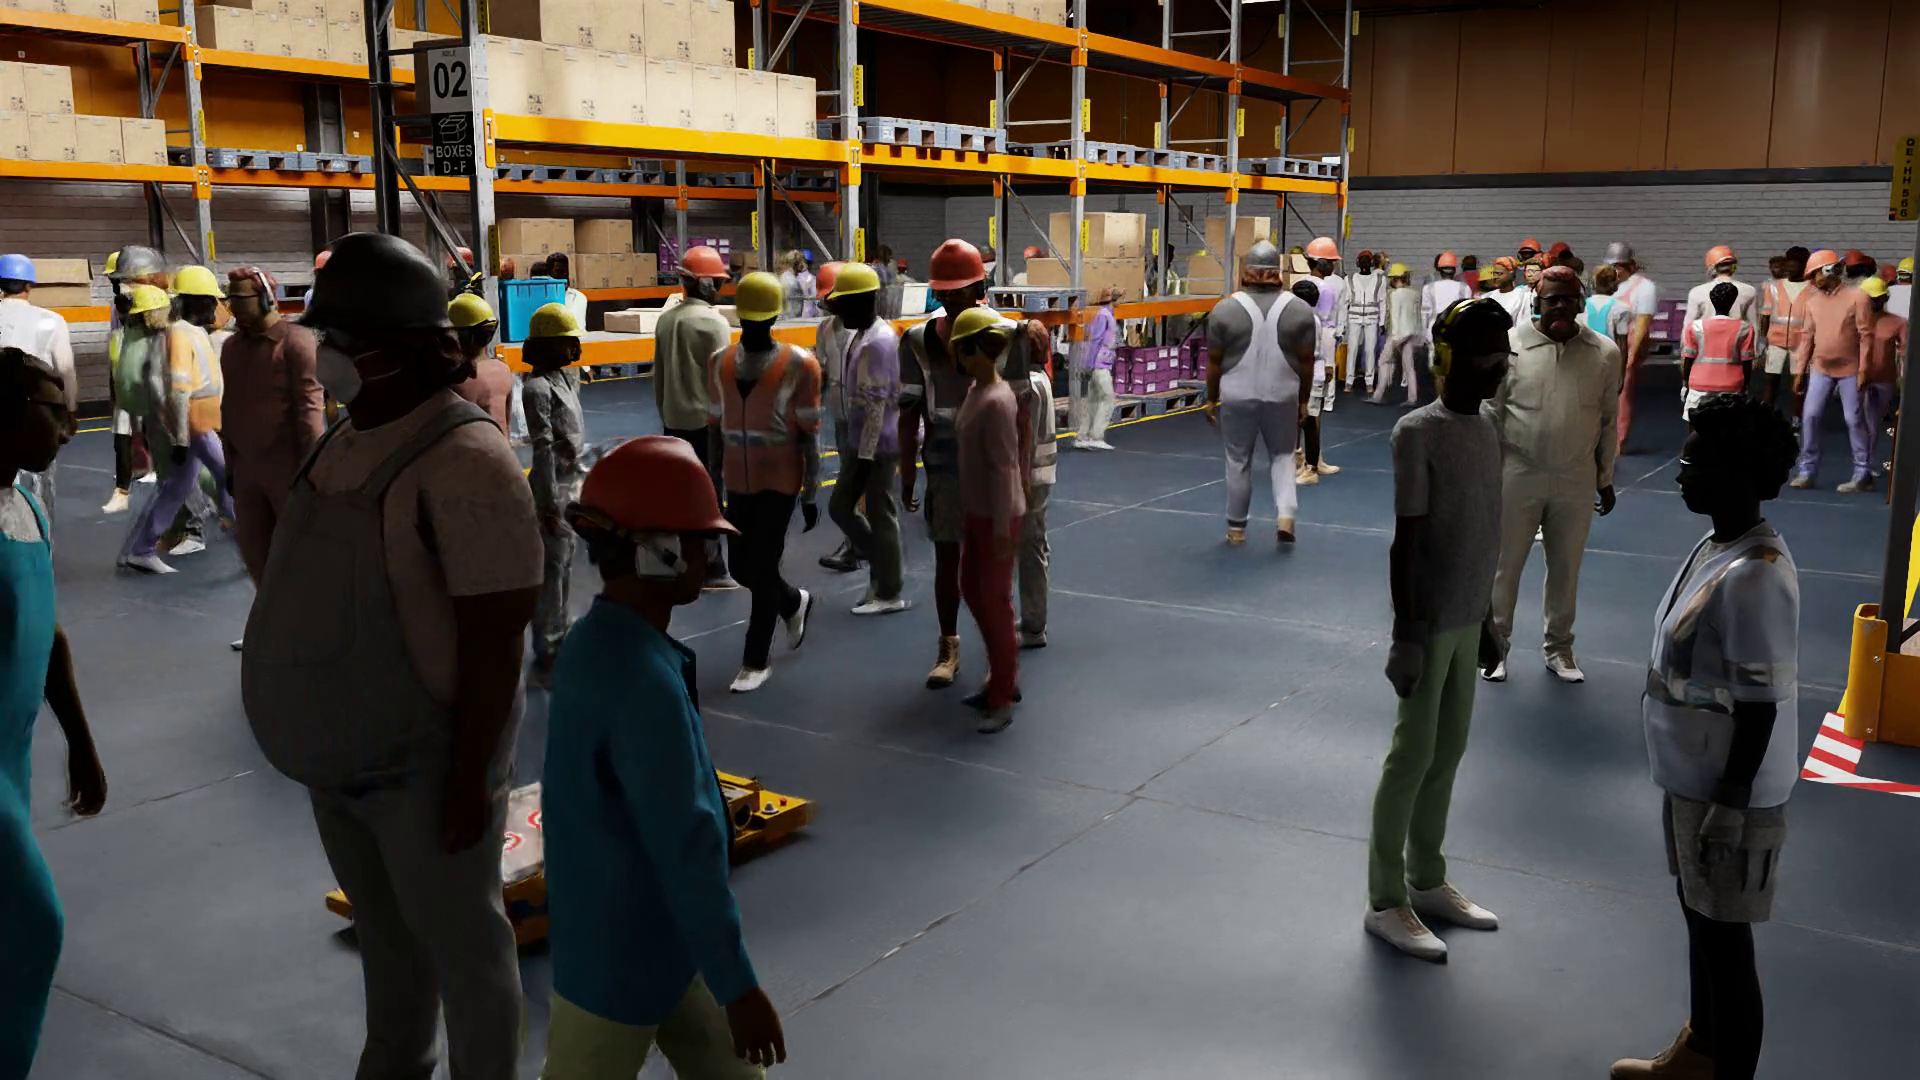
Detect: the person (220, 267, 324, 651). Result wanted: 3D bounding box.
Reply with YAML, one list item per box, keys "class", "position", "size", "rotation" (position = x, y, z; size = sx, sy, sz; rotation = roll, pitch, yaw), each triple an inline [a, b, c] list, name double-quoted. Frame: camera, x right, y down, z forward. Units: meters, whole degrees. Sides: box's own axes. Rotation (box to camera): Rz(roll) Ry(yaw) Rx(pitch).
- class: "person"
  position: [-3.348, -0.367, 8.089]
  size: [0.645, 1.897, 0.394]
  rotation: [5, 11, 27]

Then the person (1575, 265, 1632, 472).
- class: "person"
  position: [5.416, -1.418, 14.146]
  size: [0.546, 1.793, 0.915]
  rotation: [6, 12, 31]

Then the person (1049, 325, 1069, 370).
- class: "person"
  position: [1.536, -3.605, 26.080]
  size: [0.328, 1.872, 0.511]
  rotation: [-1, 10, -4]

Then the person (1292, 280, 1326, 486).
- class: "person"
  position: [2.862, -1.297, 13.761]
  size: [0.320, 1.698, 0.537]
  rotation: [2, 10, 11]

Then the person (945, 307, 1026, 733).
- class: "person"
  position: [0.119, -0.094, 6.979]
  size: [0.340, 1.746, 0.617]
  rotation: [-2, 10, -11]

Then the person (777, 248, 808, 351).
- class: "person"
  position: [-1.998, -2.445, 19.515]
  size: [0.478, 1.927, 0.642]
  rotation: [-1, 10, -5]

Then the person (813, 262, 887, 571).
- class: "person"
  position: [-0.686, -0.760, 10.280]
  size: [0.618, 1.881, 0.896]
  rotation: [7, 12, 33]

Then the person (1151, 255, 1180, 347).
- class: "person"
  position: [2.992, -3.277, 24.381]
  size: [0.431, 1.832, 0.645]
  rotation: [6, 12, 31]

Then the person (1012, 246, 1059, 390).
- class: "person"
  position: [1.014, -2.859, 21.730]
  size: [0.636, 1.960, 0.797]
  rotation: [-2, 10, -12]

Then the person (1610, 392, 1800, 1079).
- class: "person"
  position: [1.665, 0.524, 3.681]
  size: [0.315, 1.696, 0.541]
  rotation: [3, 11, 15]

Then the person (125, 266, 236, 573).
- class: "person"
  position: [-4.615, -0.704, 10.046]
  size: [0.994, 1.889, 0.593]
  rotation: [-3, 11, -19]

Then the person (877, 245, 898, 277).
- class: "person"
  position: [-1.386, -4.435, 30.491]
  size: [0.635, 1.935, 0.349]
  rotation: [-3, 11, -14]

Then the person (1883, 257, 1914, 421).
- class: "person"
  position: [10.471, -2.215, 18.479]
  size: [0.403, 1.834, 0.588]
  rotation: [-8, 13, -39]

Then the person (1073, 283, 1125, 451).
- class: "person"
  position: [1.321, -1.646, 15.936]
  size: [0.506, 1.605, 0.531]
  rotation: [1, 10, 6]

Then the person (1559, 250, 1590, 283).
- class: "person"
  position: [8.843, -3.259, 24.133]
  size: [0.647, 1.874, 0.495]
  rotation: [1, 10, 8]

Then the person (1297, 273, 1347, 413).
- class: "person"
  position: [4.187, -2.439, 19.516]
  size: [0.653, 1.906, 0.408]
  rotation: [-2, 10, -12]

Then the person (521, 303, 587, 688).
- class: "person"
  position: [-1.817, -0.201, 7.569]
  size: [0.295, 1.744, 0.489]
  rotation: [0, 10, -2]

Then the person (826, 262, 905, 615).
- class: "person"
  position: [-0.491, -0.530, 8.946]
  size: [0.435, 1.905, 0.611]
  rotation: [-4, 11, -20]

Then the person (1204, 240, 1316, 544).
- class: "person"
  position: [1.958, -0.962, 10.958]
  size: [0.703, 2.000, 0.539]
  rotation: [1, 10, 3]

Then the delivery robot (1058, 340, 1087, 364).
- class: "delivery robot"
  position: [1.822, -2.921, 25.672]
  size: [0.477, 0.478, 0.707]
  rotation: [-6, 12, -29]

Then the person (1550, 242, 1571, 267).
- class: "person"
  position: [9.075, -3.478, 25.032]
  size: [0.718, 2.007, 0.677]
  rotation: [-6, 12, -30]

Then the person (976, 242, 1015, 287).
- class: "person"
  position: [0.488, -3.256, 23.670]
  size: [0.762, 2.000, 0.617]
  rotation: [2, 10, 11]

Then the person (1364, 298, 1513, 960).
- class: "person"
  position: [1.396, 0.244, 4.768]
  size: [0.532, 1.864, 0.312]
  rotation: [-10, 14, -44]

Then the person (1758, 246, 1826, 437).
- class: "person"
  position: [8.580, -2.046, 17.194]
  size: [0.600, 1.959, 0.375]
  rotation: [7, 12, 33]

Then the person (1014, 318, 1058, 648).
- class: "person"
  position: [0.334, -0.281, 8.301]
  size: [0.307, 1.641, 0.514]
  rotation: [1, 10, 6]

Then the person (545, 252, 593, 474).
- class: "person"
  position: [-3.436, -1.498, 14.269]
  size: [0.391, 1.920, 0.587]
  rotation: [10, 14, 43]

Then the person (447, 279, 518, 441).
- class: "person"
  position: [-4.614, -1.696, 15.530]
  size: [1.020, 1.854, 0.614]
  rotation: [-8, 13, -39]

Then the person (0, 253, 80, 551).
- class: "person"
  position: [-5.981, -0.851, 10.635]
  size: [0.646, 1.935, 0.430]
  rotation: [-4, 11, -21]

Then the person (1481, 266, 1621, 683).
- class: "person"
  position: [2.680, -0.288, 7.598]
  size: [0.652, 1.906, 0.403]
  rotation: [1, 10, 4]

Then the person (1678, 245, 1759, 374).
- class: "person"
  position: [7.007, -1.719, 15.373]
  size: [0.648, 1.973, 0.447]
  rotation: [1, 10, 4]

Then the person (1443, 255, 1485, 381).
- class: "person"
  position: [7.125, -3.127, 23.604]
  size: [0.643, 1.811, 0.766]
  rotation: [-3, 11, -14]
